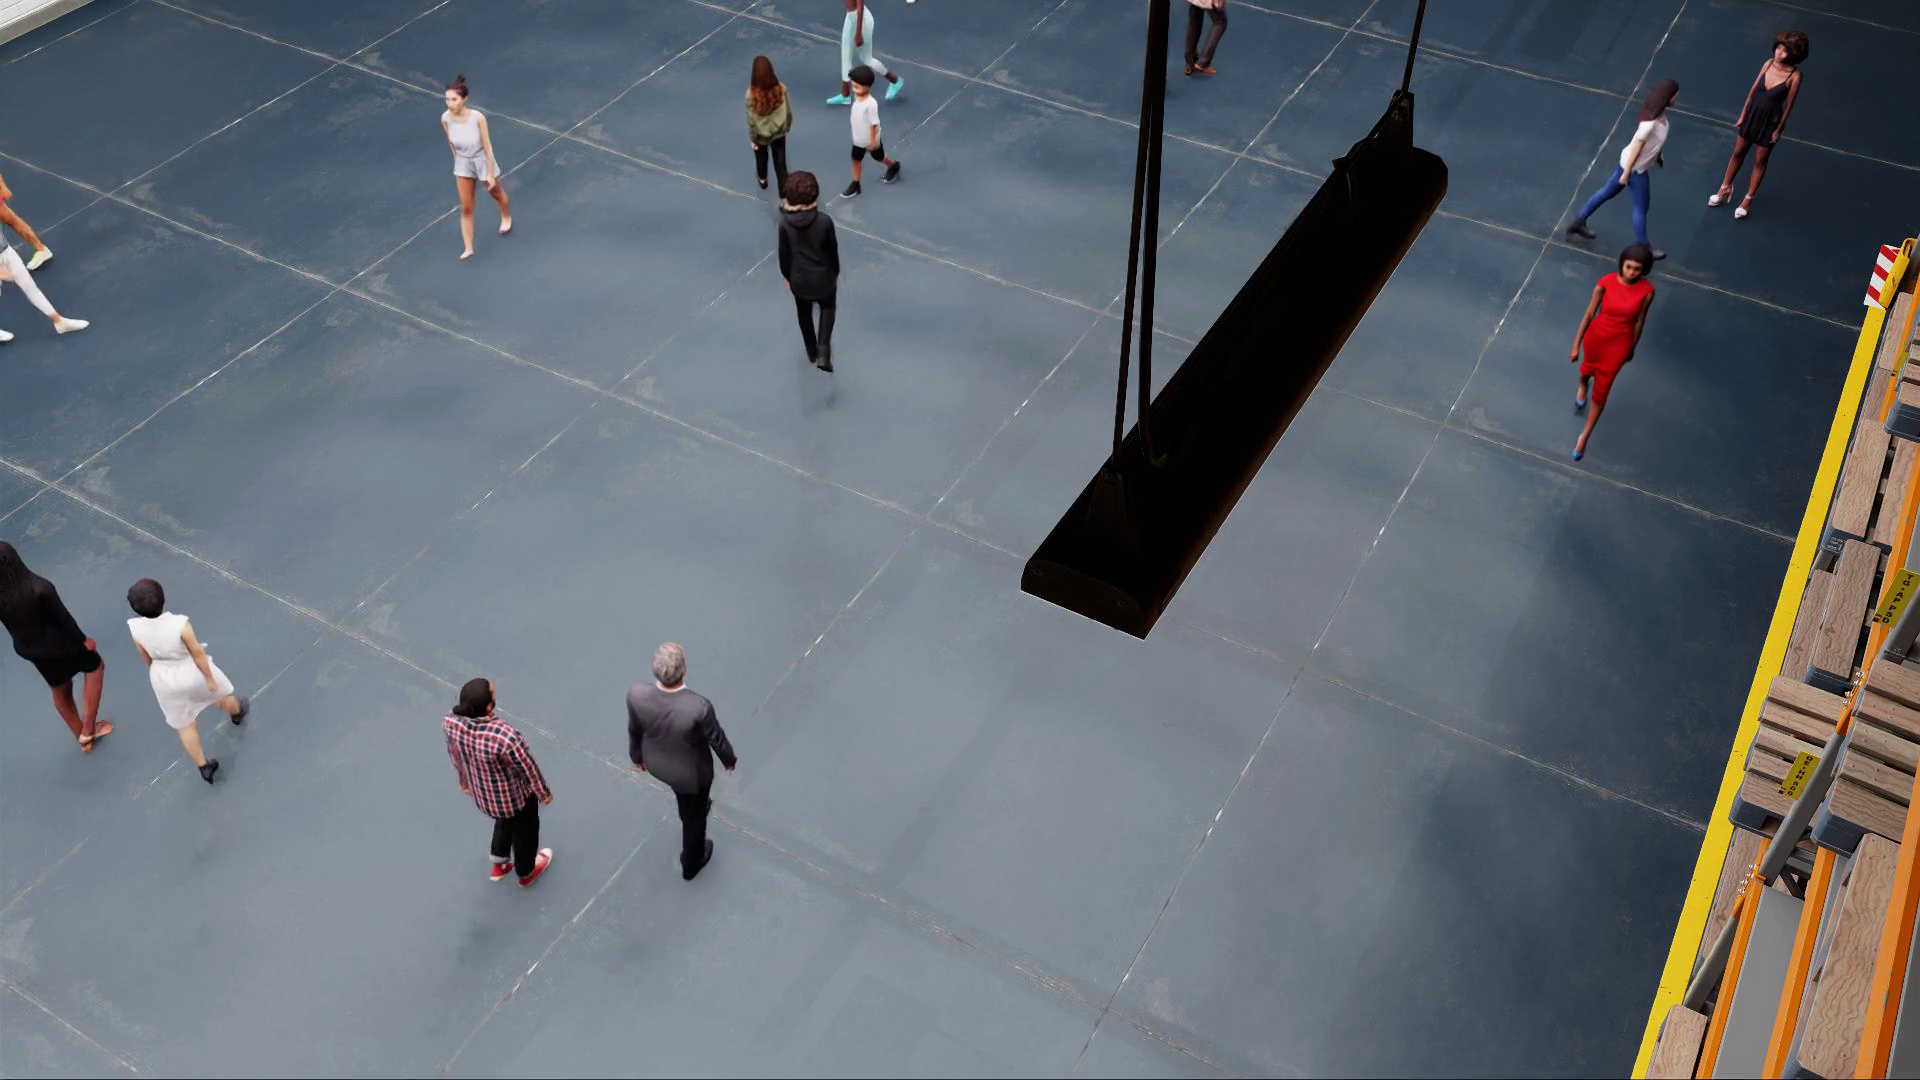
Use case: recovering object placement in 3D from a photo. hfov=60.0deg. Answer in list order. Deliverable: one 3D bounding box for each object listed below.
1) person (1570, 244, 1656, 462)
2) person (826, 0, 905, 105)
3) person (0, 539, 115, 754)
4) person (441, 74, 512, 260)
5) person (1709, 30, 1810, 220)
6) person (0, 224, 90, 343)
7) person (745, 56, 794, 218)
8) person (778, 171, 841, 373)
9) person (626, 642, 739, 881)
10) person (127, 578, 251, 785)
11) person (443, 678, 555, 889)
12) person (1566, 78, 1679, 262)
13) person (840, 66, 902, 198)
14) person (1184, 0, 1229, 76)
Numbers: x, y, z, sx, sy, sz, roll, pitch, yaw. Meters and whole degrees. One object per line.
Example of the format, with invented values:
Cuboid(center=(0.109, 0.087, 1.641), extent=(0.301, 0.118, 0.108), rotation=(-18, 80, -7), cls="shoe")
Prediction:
Cuboid(center=(4.895, -1.520, 12.591), extent=(0.688, 1.694, 1.127), rotation=(16, 46, 16), cls="person")
Cuboid(center=(-0.926, -5.051, 16.292), extent=(1.069, 1.703, 0.979), rotation=(-13, 45, -14), cls="person")
Cuboid(center=(-5.632, 0.721, 10.233), extent=(0.723, 1.704, 0.736), rotation=(8, 44, 8), cls="person")
Cuboid(center=(-4.197, -3.312, 14.565), extent=(0.877, 1.566, 1.140), rotation=(4, 44, 4), cls="person")
Cuboid(center=(7.156, -3.709, 14.822), extent=(0.654, 1.788, 0.644), rotation=(-28, 50, -26), cls="person")
Cuboid(center=(-7.896, -2.275, 13.411), extent=(1.087, 1.658, 1.136), rotation=(-3, 44, -3), cls="person")
Cuboid(center=(-1.691, -3.595, 14.958), extent=(1.029, 1.434, 1.073), rotation=(-11, 45, -12), cls="person")
Cuboid(center=(-1.166, -2.061, 13.108), extent=(0.878, 1.765, 1.003), rotation=(0, 44, -1), cls="person")
Cuboid(center=(-1.627, 1.323, 9.513), extent=(0.837, 1.824, 0.894), rotation=(14, 45, 14), cls="person")
Cuboid(center=(-4.757, 0.907, 10.169), extent=(0.865, 1.521, 0.978), rotation=(-5, 44, -5), cls="person")
Cuboid(center=(-2.633, 1.446, 9.436), extent=(0.714, 1.752, 0.648), rotation=(17, 46, 17), cls="person")
Cuboid(center=(5.751, -3.227, 14.428), extent=(0.793, 1.633, 1.069), rotation=(15, 46, 15), cls="person")
Cuboid(center=(-0.805, -3.779, 15.291), extent=(0.941, 1.242, 0.659), rotation=(-33, 53, -30), cls="person")
Cuboid(center=(2.406, -5.486, 16.682), extent=(0.716, 1.795, 0.751), rotation=(-35, 53, -31), cls="person")
